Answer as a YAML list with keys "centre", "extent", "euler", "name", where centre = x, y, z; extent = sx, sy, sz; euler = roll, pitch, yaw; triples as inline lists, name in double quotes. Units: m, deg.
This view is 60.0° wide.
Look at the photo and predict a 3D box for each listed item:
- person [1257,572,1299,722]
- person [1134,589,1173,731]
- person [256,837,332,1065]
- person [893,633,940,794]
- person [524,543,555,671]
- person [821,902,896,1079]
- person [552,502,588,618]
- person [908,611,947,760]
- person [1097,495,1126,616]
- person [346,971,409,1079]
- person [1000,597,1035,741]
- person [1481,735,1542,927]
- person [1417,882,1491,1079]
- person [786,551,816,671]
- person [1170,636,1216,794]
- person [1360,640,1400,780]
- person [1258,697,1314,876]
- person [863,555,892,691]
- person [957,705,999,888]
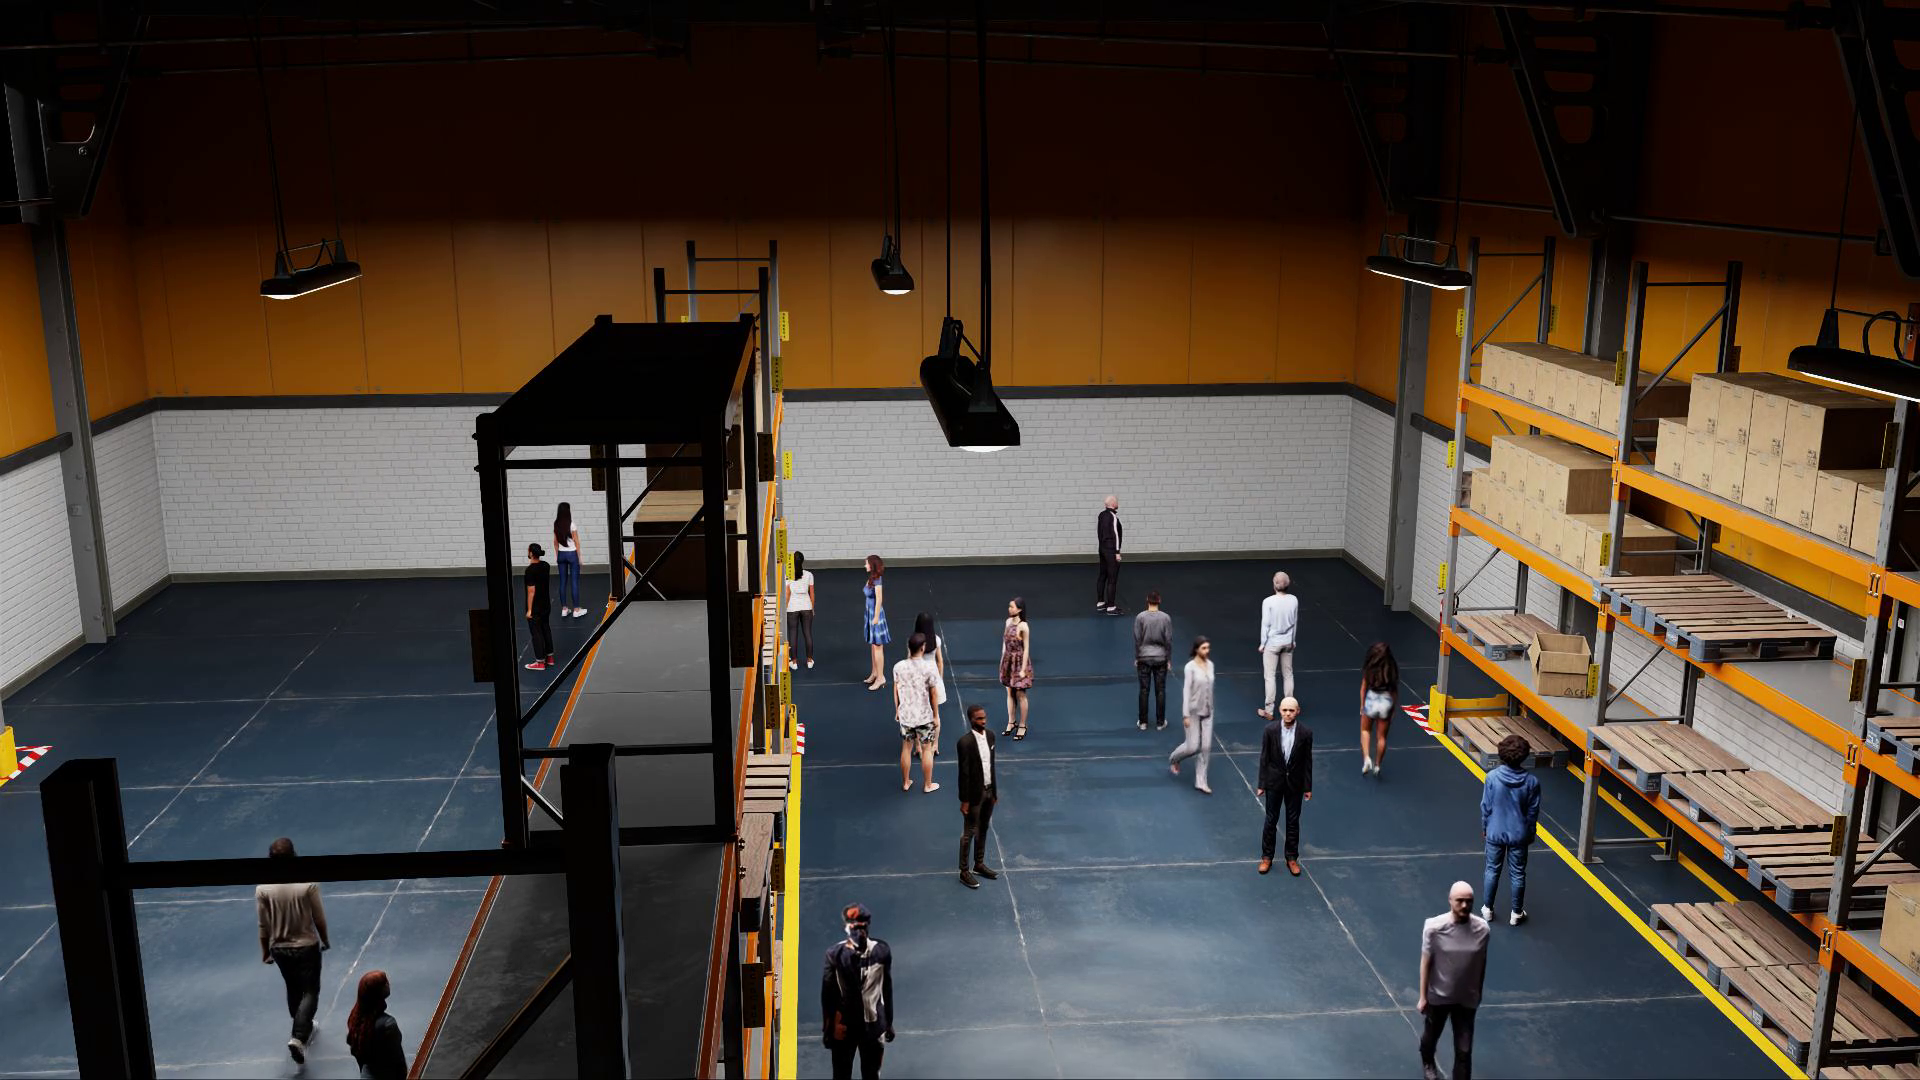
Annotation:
- centre: [3.992, 1.312, 20.792]
  extent: [0.694, 1.894, 0.642]
  euler: [-4, 14, -15]
  name: "person"
- centre: [2.364, 1.464, 20.449]
  extent: [0.658, 1.760, 0.587]
  euler: [1, 14, 6]
  name: "person"
- centre: [-5.237, 3.233, 13.071]
  extent: [0.655, 1.793, 1.004]
  euler: [-2, 14, -8]
  name: "person"
- centre: [-0.481, 1.914, 18.468]
  extent: [0.741, 1.816, 0.713]
  euler: [5, 14, 18]
  name: "person"
- centre: [-5.780, 0.896, 22.794]
  extent: [0.775, 1.758, 0.647]
  euler: [5, 14, 18]
  name: "person"
- centre: [-0.730, 3.470, 11.878]
  extent: [0.730, 1.893, 0.664]
  euler: [-4, 14, -17]
  name: "person"
- centre: [-5.960, 0.289, 25.271]
  extent: [0.662, 1.774, 0.650]
  euler: [5, 14, 19]
  name: "person"
- centre: [-0.406, 1.690, 19.483]
  extent: [0.631, 1.774, 0.609]
  euler: [-1, 14, -5]
  name: "person"
- centre: [2.279, 0.208, 25.467]
  extent: [0.803, 1.837, 0.647]
  euler: [-7, 15, -25]
  name: "person"
- centre: [-3.888, 3.711, 11.204]
  extent: [0.670, 1.743, 0.700]
  euler: [7, 15, 27]
  name: "person"
- centre: [0.674, 1.542, 20.097]
  extent: [0.855, 1.774, 0.774]
  euler: [-10, 17, -35]
  name: "person"
- centre: [5.068, 2.668, 15.365]
  extent: [0.760, 1.811, 0.749]
  euler: [6, 15, 23]
  name: "person"
- centre: [3.651, 3.378, 12.450]
  extent: [0.826, 1.803, 1.272]
  euler: [1, 14, 5]
  name: "person"
- centre: [-2.204, 0.952, 22.803]
  extent: [0.605, 1.646, 0.573]
  euler: [-4, 14, -15]
  name: "person"
- centre: [2.603, 1.916, 18.579]
  extent: [0.811, 1.760, 0.960]
  euler: [-8, 16, -29]
  name: "person"
- centre: [4.723, 1.945, 18.765]
  extent: [0.644, 1.616, 0.680]
  euler: [3, 14, 10]
  name: "person"
- centre: [3.218, 2.407, 16.466]
  extent: [0.739, 1.800, 0.673]
  euler: [2, 14, 9]
  name: "person"
- centre: [-1.136, 1.072, 21.968]
  extent: [0.759, 1.806, 0.553]
  euler: [-3, 14, -14]
  name: "person"
- centre: [0.166, 2.468, 16.216]
  extent: [0.786, 1.800, 0.730]
  euler: [11, 18, 39]
  name: "person"
